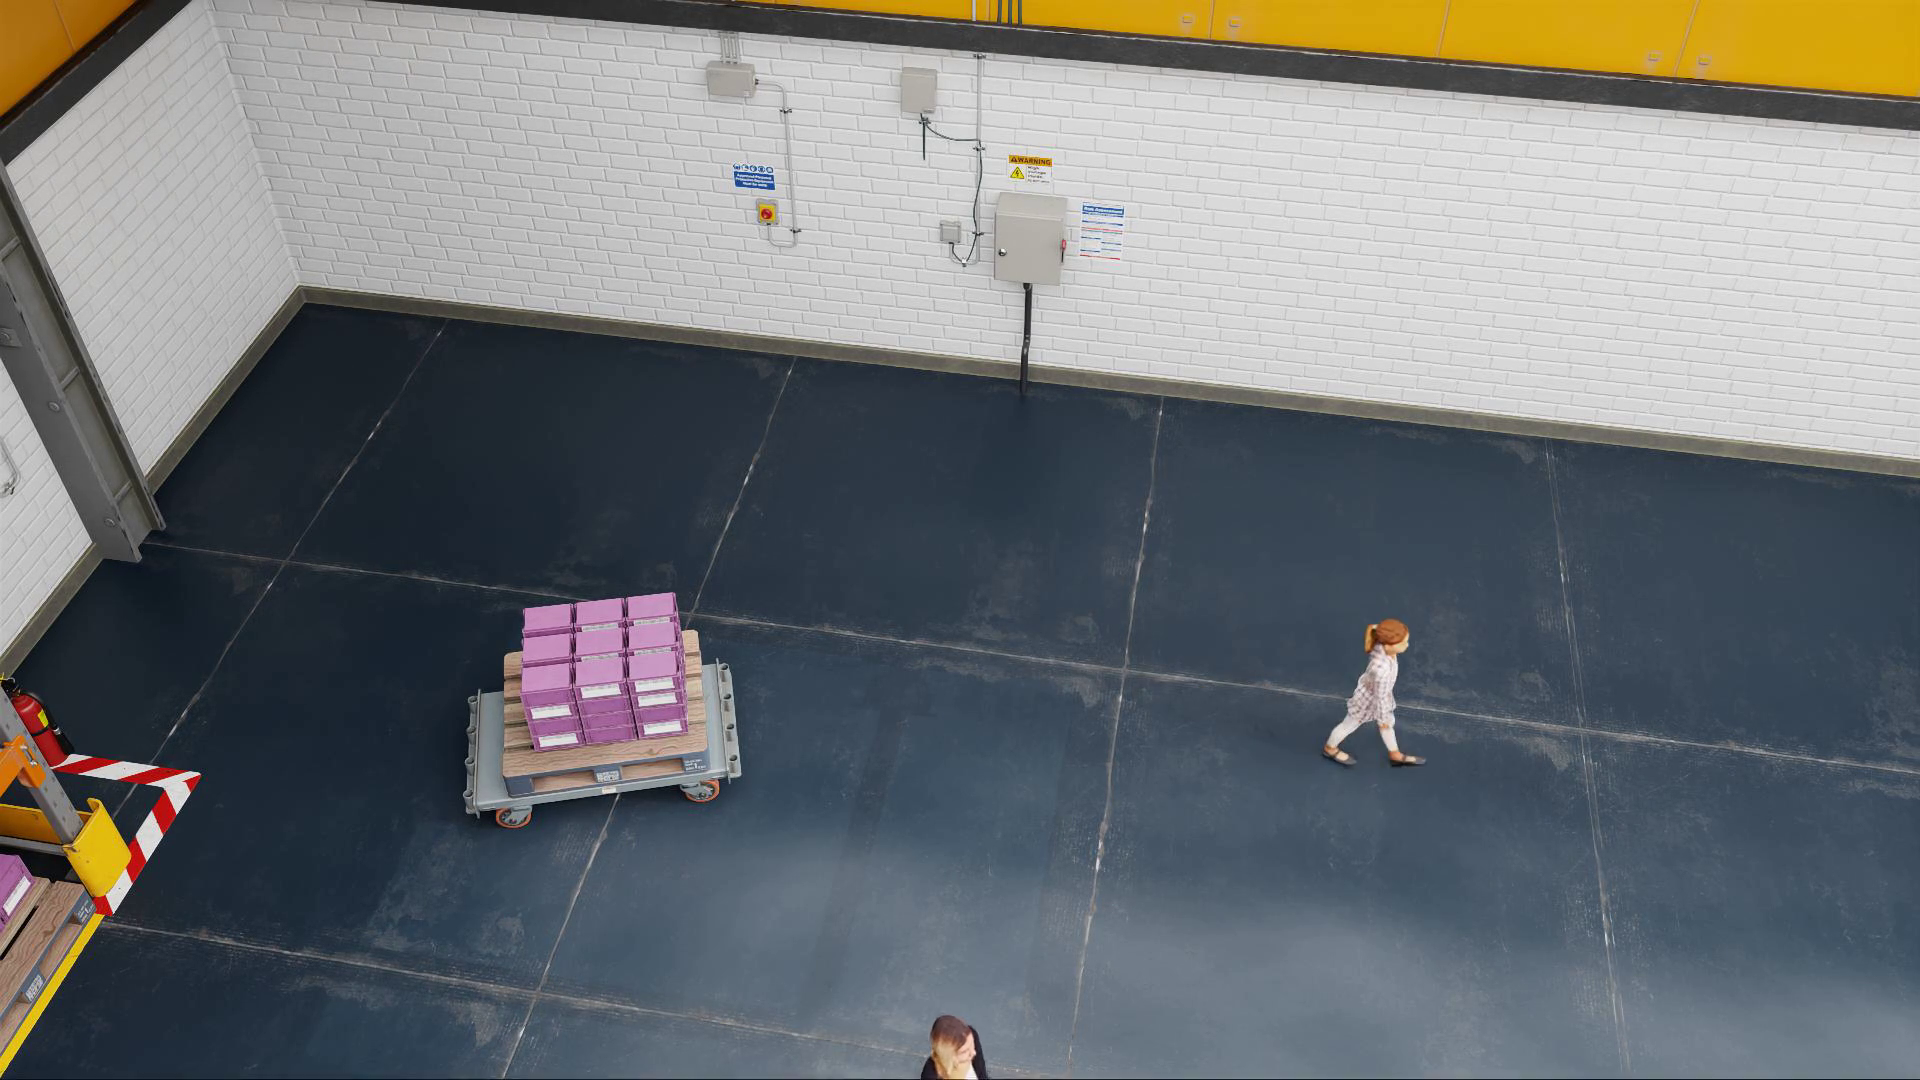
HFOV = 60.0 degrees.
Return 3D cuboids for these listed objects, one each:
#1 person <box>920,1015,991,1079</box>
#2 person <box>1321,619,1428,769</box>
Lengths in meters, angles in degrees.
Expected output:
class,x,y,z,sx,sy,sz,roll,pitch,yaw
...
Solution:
class,x,y,z,sx,sy,sz,roll,pitch,yaw
person,-0.124,2.727,7.956,0.760,1.658,0.660,19,47,19
person,2.434,0.933,10.112,0.711,1.282,0.840,15,46,16
